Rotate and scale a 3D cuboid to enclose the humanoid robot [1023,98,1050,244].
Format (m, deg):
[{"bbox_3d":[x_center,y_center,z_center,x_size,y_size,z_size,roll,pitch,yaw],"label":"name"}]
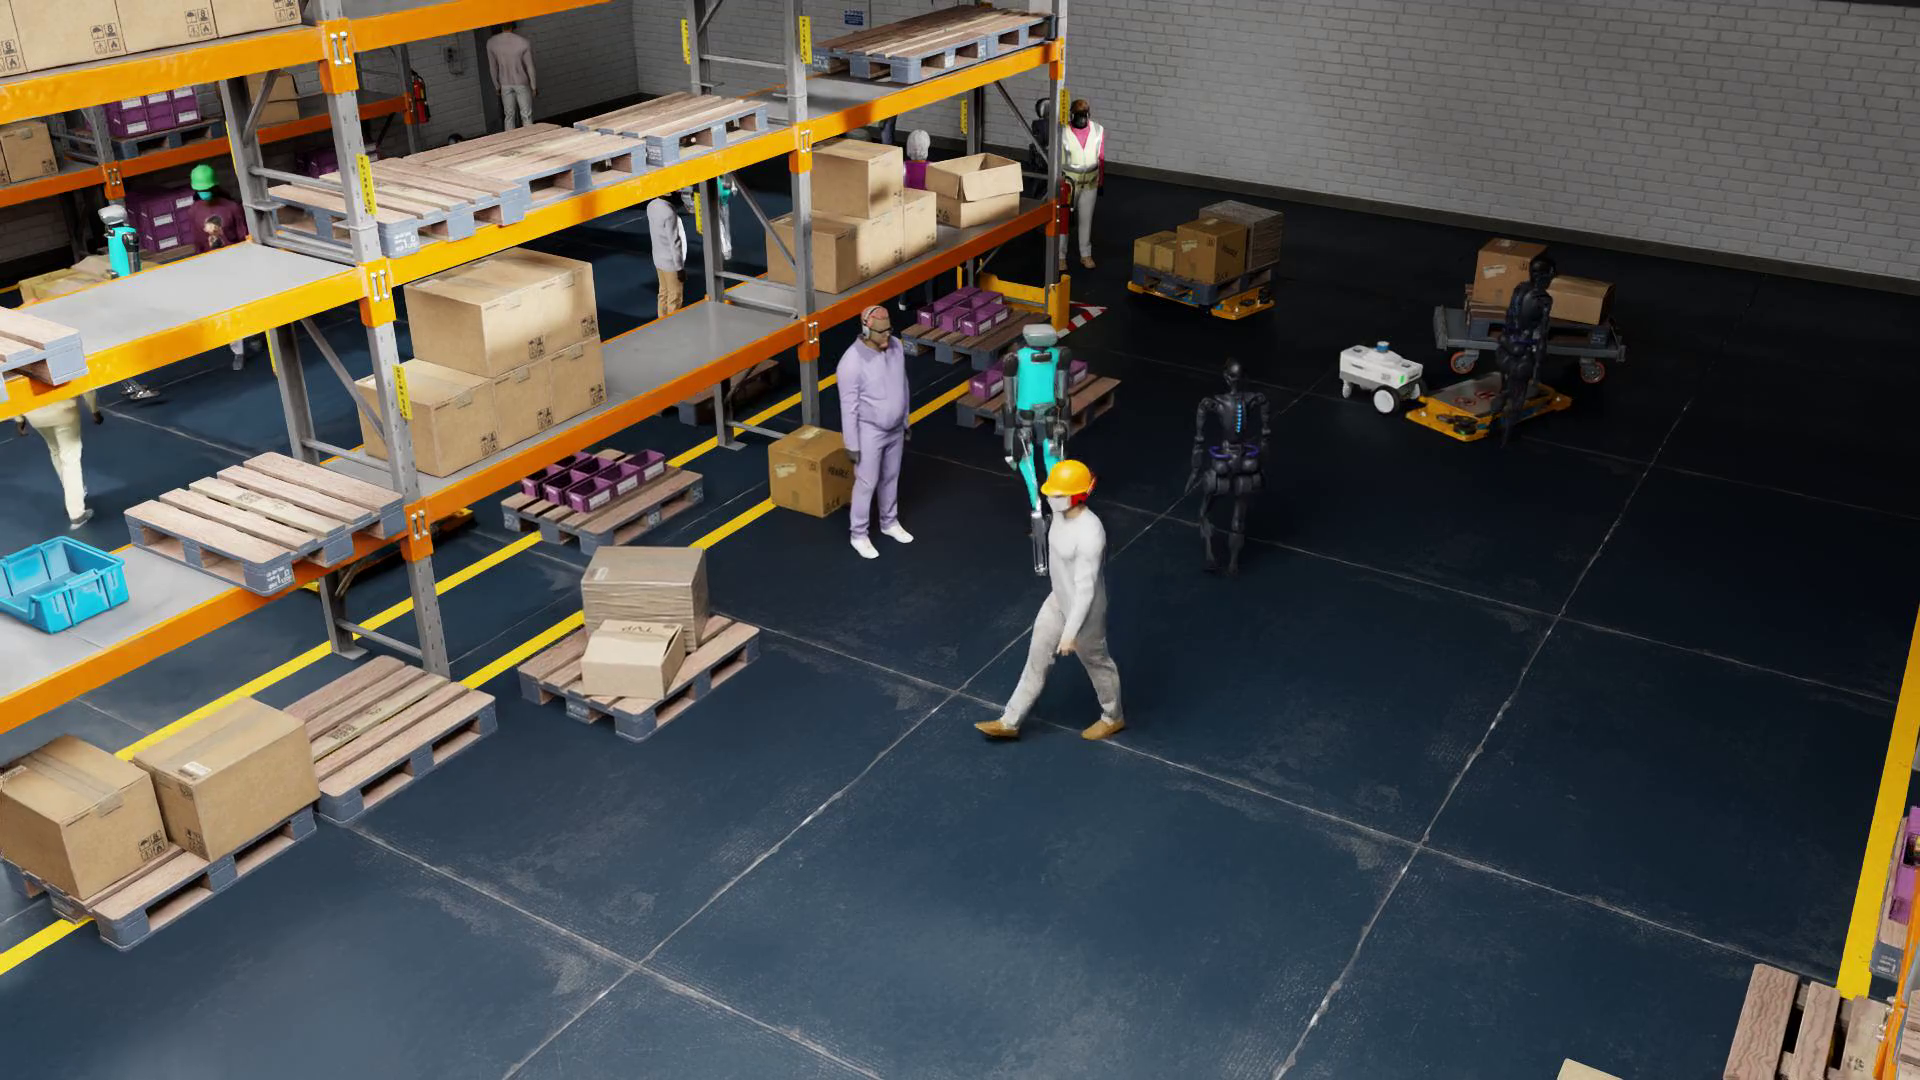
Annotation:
[{"bbox_3d":[0.960,-4.170,18.864,0.423,1.650,0.591,-17,32,-30],"label":"humanoid robot"}]

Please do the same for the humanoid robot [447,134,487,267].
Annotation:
[{"bbox_3d":[-5.145,-3.408,17.371,0.589,1.642,0.550,1,27,3],"label":"humanoid robot"}]

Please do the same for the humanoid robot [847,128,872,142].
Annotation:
[{"bbox_3d":[-1.179,-3.299,17.035,0.697,1.750,0.543,-23,35,-37],"label":"humanoid robot"}]

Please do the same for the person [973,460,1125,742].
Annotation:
[{"bbox_3d":[0.584,0.402,9.657,0.977,1.842,0.587,-11,29,-20],"label":"person"}]

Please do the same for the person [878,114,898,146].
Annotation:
[{"bbox_3d":[-0.938,-5.391,21.310,0.264,1.631,0.506,6,27,11],"label":"person"}]

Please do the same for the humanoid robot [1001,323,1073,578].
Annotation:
[{"bbox_3d":[0.646,-0.586,11.791,0.537,1.785,0.861,-11,29,-20],"label":"humanoid robot"}]

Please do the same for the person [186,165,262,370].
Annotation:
[{"bbox_3d":[-6.776,-2.540,15.372,0.533,1.927,0.543,-6,28,-12],"label":"person"}]

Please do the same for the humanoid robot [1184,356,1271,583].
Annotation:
[{"bbox_3d":[1.881,-0.498,11.621,0.603,1.644,0.341,-4,27,-8],"label":"humanoid robot"}]

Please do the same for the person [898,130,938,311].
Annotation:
[{"bbox_3d":[-0.418,-3.220,16.813,0.508,1.837,0.347,2,27,5],"label":"person"}]

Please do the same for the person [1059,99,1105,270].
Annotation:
[{"bbox_3d":[1.278,-3.855,18.057,0.632,1.842,0.429,-8,28,-14],"label":"person"}]

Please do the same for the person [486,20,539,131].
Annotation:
[{"bbox_3d":[-5.994,-6.123,22.420,0.629,1.940,0.373,1,27,2],"label":"person"}]

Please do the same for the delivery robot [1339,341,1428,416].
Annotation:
[{"bbox_3d":[3.754,-1.452,14.759,0.519,0.609,0.781,-23,35,-37],"label":"delivery robot"}]

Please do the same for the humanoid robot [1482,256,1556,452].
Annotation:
[{"bbox_3d":[4.575,-1.544,13.686,0.402,1.640,0.599,-7,28,-14],"label":"humanoid robot"}]

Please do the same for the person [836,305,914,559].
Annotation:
[{"bbox_3d":[-0.581,-0.783,11.953,0.405,1.897,0.644,20,33,33],"label":"person"}]

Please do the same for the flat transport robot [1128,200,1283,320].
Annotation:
[{"bbox_3d":[2.504,-2.601,17.323,0.659,0.231,1.431,-24,35,-38],"label":"flat transport robot"}]

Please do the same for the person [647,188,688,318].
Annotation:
[{"bbox_3d":[-2.735,-2.658,15.804,0.335,1.742,0.560,-15,31,-27],"label":"person"}]

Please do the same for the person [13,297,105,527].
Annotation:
[{"bbox_3d":[-6.791,-1.001,12.560,0.586,1.718,0.765,-2,27,-4],"label":"person"}]

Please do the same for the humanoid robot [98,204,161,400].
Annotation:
[{"bbox_3d":[-7.379,-2.016,14.401,0.735,1.677,0.533,-23,35,-37],"label":"humanoid robot"}]

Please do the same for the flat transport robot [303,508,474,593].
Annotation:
[{"bbox_3d":[-4.361,-0.042,12.281,0.659,0.231,1.431,16,31,28],"label":"flat transport robot"}]

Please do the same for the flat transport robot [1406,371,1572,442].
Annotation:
[{"bbox_3d":[4.637,-1.188,14.538,1.431,0.231,0.659,-18,32,-31],"label":"flat transport robot"}]

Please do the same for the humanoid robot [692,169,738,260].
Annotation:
[{"bbox_3d":[-2.742,-3.978,18.464,0.583,1.783,0.956,-4,27,-7],"label":"humanoid robot"}]
